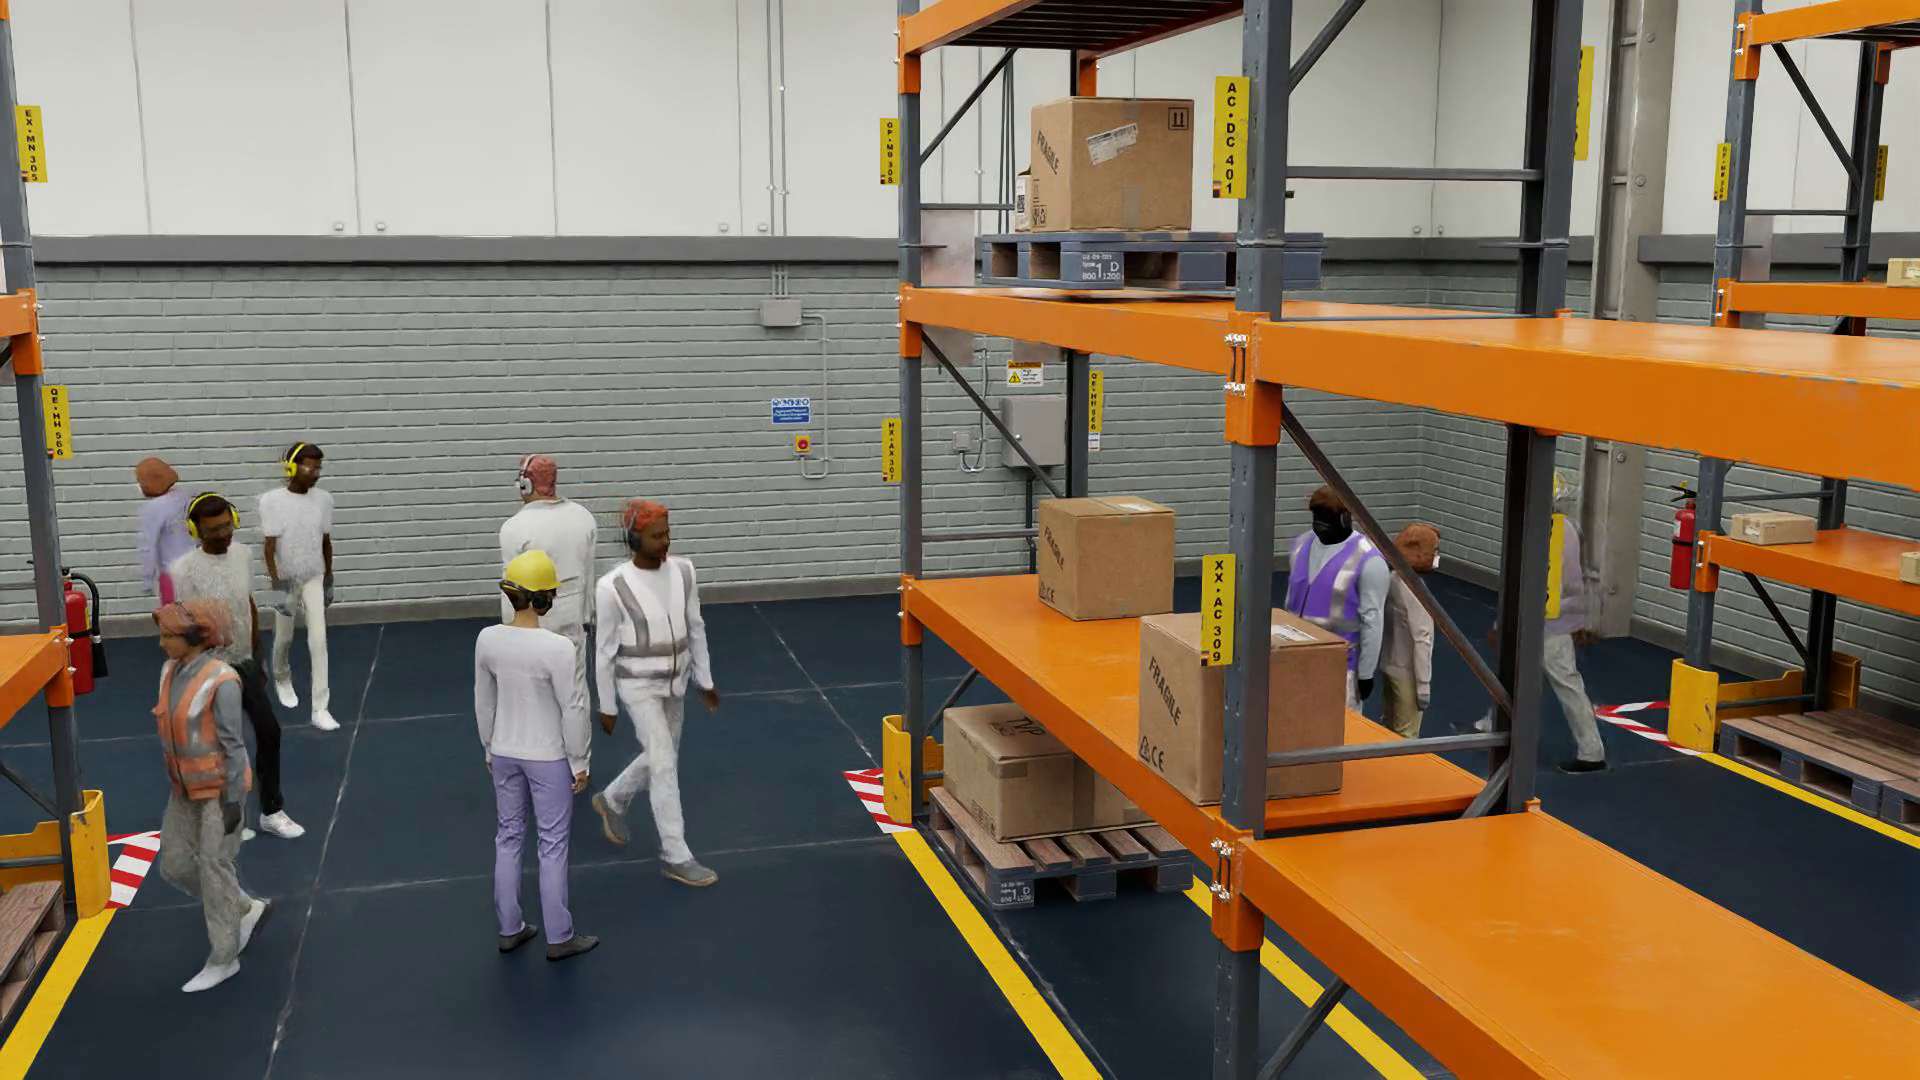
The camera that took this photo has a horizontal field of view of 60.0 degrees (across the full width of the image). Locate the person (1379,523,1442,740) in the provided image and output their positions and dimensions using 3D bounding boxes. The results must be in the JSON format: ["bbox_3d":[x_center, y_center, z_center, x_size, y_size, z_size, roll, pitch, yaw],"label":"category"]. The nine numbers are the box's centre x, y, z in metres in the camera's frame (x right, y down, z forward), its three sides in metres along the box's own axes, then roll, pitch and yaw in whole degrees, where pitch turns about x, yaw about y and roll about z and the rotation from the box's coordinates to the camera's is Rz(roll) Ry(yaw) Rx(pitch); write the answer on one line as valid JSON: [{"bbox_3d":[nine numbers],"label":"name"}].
[{"bbox_3d":[2.330,0.717,8.646,0.277,1.631,0.507,-1,10,-5],"label":"person"}]

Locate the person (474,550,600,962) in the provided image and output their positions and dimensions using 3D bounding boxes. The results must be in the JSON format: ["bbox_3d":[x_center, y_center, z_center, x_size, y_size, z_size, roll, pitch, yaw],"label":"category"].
[{"bbox_3d":[-1.815,0.917,7.127,0.534,1.767,0.319,4,11,24],"label":"person"}]

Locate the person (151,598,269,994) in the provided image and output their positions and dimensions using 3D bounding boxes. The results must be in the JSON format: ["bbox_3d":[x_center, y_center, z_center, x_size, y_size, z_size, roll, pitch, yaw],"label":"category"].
[{"bbox_3d":[-3.106,1.036,6.849,0.547,1.621,0.372,6,12,33],"label":"person"}]

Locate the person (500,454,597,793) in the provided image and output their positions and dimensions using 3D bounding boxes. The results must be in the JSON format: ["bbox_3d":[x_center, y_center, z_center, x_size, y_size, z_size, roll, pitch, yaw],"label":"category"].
[{"bbox_3d":[-2.325,0.464,9.314,0.411,1.908,0.643,7,12,33],"label":"person"}]

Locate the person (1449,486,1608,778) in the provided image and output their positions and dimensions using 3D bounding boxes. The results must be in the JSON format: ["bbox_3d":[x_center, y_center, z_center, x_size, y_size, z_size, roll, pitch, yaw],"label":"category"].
[{"bbox_3d":[3.344,0.471,9.661,0.989,1.765,0.596,6,12,32],"label":"person"}]

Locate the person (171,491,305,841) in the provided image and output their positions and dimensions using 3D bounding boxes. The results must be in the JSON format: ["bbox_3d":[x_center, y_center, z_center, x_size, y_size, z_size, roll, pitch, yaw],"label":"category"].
[{"bbox_3d":[-3.641,0.655,8.430,0.647,1.832,0.585,4,11,23],"label":"person"}]

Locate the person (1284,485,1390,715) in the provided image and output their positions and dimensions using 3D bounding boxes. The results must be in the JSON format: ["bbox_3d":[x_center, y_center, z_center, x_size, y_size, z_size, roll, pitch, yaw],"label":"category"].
[{"bbox_3d":[1.918,0.617,8.651,0.430,1.836,0.627,-7,12,-33],"label":"person"}]

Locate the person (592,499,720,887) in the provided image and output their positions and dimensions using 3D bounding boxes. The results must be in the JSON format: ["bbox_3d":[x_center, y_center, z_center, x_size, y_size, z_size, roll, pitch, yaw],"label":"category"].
[{"bbox_3d":[-1.541,0.708,8.097,0.888,1.857,0.585,7,12,36],"label":"person"}]

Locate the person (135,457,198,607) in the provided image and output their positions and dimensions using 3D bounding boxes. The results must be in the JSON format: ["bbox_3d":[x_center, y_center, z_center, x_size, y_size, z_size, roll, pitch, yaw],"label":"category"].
[{"bbox_3d":[-5.468,0.217,11.550,0.330,1.616,0.534,1,10,7],"label":"person"}]

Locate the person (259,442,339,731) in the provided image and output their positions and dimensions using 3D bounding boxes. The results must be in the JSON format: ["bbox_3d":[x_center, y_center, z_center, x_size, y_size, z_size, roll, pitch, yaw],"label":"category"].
[{"bbox_3d":[-4.276,0.259,10.746,0.494,1.818,0.976,-8,13,-39],"label":"person"}]
